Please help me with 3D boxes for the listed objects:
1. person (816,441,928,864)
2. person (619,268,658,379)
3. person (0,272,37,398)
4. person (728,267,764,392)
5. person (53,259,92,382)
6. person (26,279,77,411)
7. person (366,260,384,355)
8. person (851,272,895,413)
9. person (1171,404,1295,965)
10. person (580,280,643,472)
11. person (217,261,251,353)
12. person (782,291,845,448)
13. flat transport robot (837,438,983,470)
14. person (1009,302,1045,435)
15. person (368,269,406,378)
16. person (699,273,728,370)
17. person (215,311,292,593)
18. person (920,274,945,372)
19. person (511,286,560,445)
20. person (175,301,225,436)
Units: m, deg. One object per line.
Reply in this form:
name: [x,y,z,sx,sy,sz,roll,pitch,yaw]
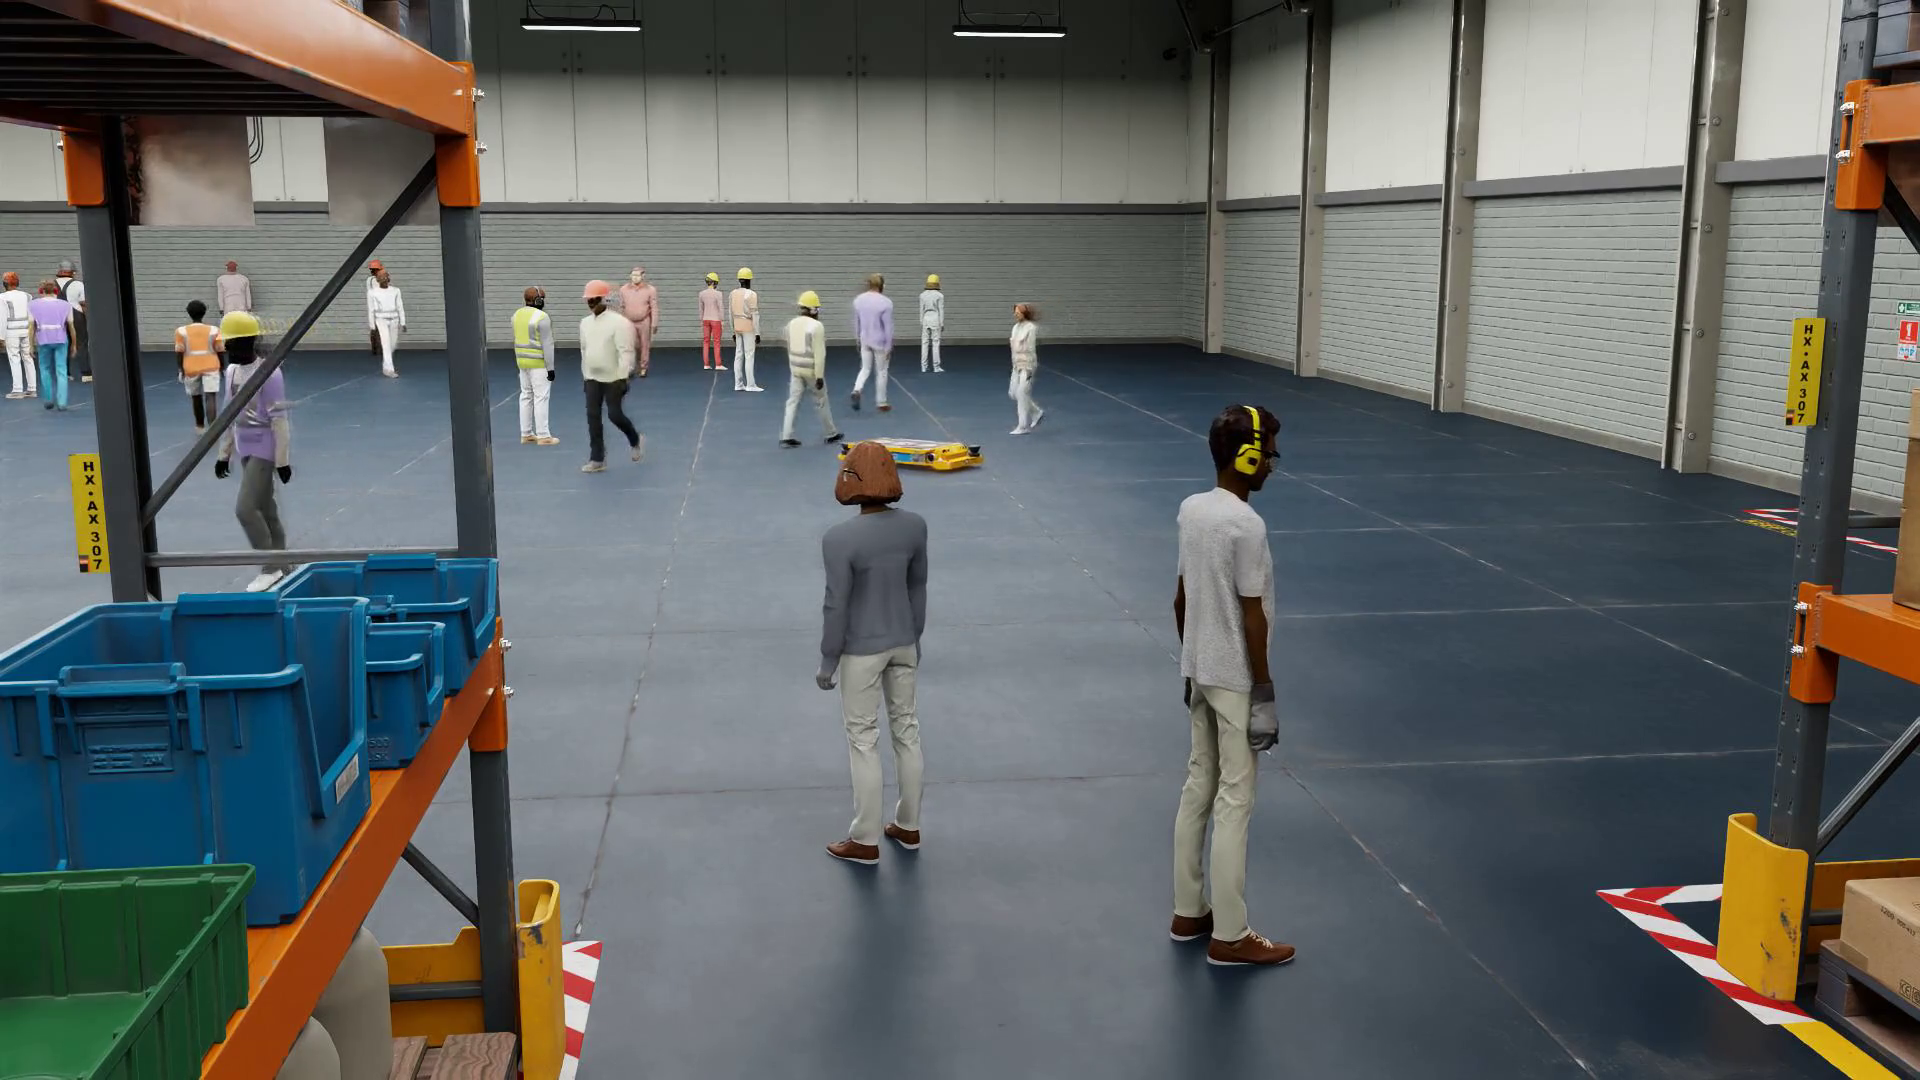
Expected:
person: [-0.336,0.432,6.417,0.498,1.634,0.280,-9,14,-42]
person: [-5.473,-3.666,28.225,0.679,1.864,0.933,0,10,-2]
person: [-14.103,-3.056,24.856,0.346,1.882,0.584,4,11,19]
person: [-3.325,-3.262,25.861,0.594,1.926,0.370,8,13,38]
person: [-14.804,-3.661,27.741,0.688,2.000,0.536,0,10,0]
person: [-12.660,-2.719,23.194,0.601,1.803,0.901,-7,12,-33]
person: [-11.894,-4.742,33.946,0.361,1.939,0.543,-7,13,-36]
person: [-1.181,-2.672,22.634,0.642,1.925,0.669,6,12,29]
person: [0.900,0.478,5.541,0.328,1.865,0.518,-4,11,-22]
person: [-3.632,-1.699,17.182,0.623,1.971,0.727,5,11,25]
person: [-15.080,-4.842,34.584,0.642,1.909,0.408,-6,12,-31]
person: [-1.724,-1.950,19.075,0.612,1.783,0.919,8,13,38]
flat transport robot: [-0.529,-0.925,17.597,1.431,0.197,0.652,6,12,31]
person: [0.820,-2.093,20.296,0.475,1.622,0.520,-5,12,-27]
person: [-9.895,-3.737,28.651,0.575,1.863,0.864,-9,14,-40]
person: [-4.465,-3.939,30.045,0.523,1.760,0.325,5,11,26]
person: [-4.815,-0.590,11.255,0.609,1.905,0.569,10,14,43]
person: [-0.488,-3.865,29.710,0.491,1.736,0.334,6,12,28]
person: [-4.918,-2.016,19.298,0.630,1.835,0.429,8,13,38]
person: [-9.024,-2.014,19.794,0.538,1.658,0.895,-4,11,-23]
